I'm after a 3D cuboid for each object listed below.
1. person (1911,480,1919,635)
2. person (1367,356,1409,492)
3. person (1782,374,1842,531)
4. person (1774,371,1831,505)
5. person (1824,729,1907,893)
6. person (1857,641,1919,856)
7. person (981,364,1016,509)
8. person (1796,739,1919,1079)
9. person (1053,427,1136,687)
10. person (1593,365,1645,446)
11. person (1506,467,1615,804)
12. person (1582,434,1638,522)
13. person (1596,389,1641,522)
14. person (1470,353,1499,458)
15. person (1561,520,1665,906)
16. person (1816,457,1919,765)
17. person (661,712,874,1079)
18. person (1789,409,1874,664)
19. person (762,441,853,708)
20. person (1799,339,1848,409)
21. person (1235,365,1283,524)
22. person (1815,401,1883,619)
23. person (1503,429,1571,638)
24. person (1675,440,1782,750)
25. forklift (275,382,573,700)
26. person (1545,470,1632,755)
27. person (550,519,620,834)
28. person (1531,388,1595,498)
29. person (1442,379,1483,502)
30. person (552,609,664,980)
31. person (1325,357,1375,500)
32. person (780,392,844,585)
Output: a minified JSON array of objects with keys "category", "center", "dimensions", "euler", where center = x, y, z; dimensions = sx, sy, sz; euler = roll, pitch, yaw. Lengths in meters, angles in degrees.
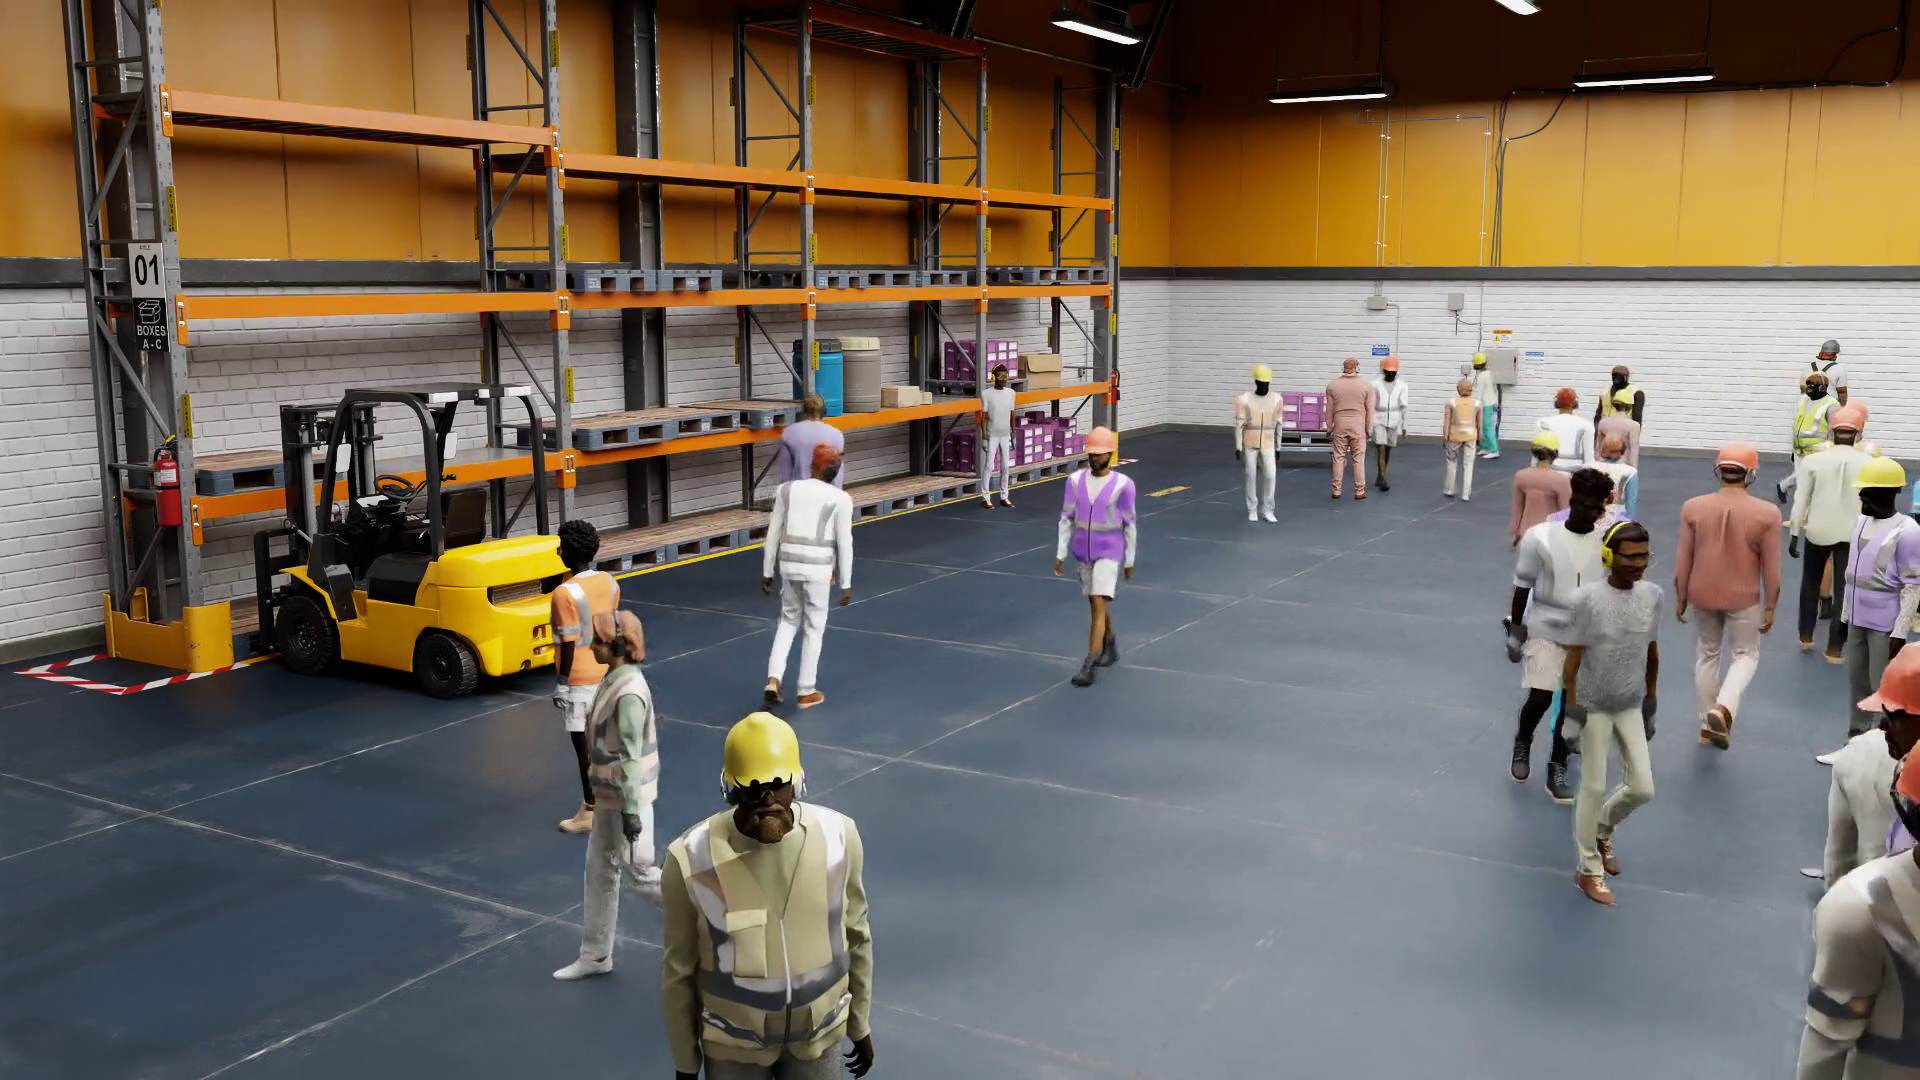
[{"category":"person","center":[8.014,0.023,13.533],"dimensions":[0.535,1.639,0.857],"euler":[2,9,14]},{"category":"person","center":[5.958,-1.636,23.234],"dimensions":[0.553,1.880,1.022],"euler":[0,9,3]},{"category":"person","center":[9.982,-1.025,19.492],"dimensions":[0.429,1.842,0.633],"euler":[-2,9,-14]},{"category":"person","center":[10.736,-1.251,21.064],"dimensions":[0.638,1.800,0.596],"euler":[-5,11,-30]},{"category":"person","center":[2.867,1.256,4.959],"dimensions":[0.352,1.936,0.635],"euler":[-3,10,-20]},{"category":"person","center":[2.793,1.277,4.609],"dimensions":[0.949,2.006,0.600],"euler":[4,10,21]},{"category":"person","center":[0.493,-1.320,21.311],"dimensions":[0.512,1.856,0.318],"euler":[-5,10,-27]},{"category":"person","center":[2.298,1.377,4.062],"dimensions":[0.604,1.996,1.025],"euler":[-4,10,-22]},{"category":"person","center":[1.032,0.091,12.419],"dimensions":[0.549,1.891,1.010],"euler":[5,11,30]},{"category":"person","center":[8.552,-1.364,21.655],"dimensions":[0.432,1.830,0.660],"euler":[-5,11,-30]},{"category":"person","center":[3.449,0.535,9.452],"dimensions":[0.625,1.938,0.520],"euler":[1,9,5]},{"category":"person","center":[5.722,-0.145,14.779],"dimensions":[0.527,1.596,0.857],"euler":[6,11,31]},{"category":"person","center":[7.373,-0.824,18.599],"dimensions":[0.895,1.711,0.543],"euler":[-7,12,-39]},{"category":"person","center":[8.552,-2.181,27.051],"dimensions":[0.560,1.725,0.540],"euler":[4,10,25]},{"category":"person","center":[3.114,0.813,8.003],"dimensions":[0.532,1.856,0.441],"euler":[-1,9,-9]},{"category":"person","center":[5.443,0.466,9.919],"dimensions":[0.369,1.925,0.594],"euler":[-1,9,-4]},{"category":"person","center":[-0.528,1.363,4.656],"dimensions":[0.596,1.826,0.403],"euler":[-3,10,-19]},{"category":"person","center":[6.869,-0.048,13.072],"dimensions":[0.637,1.947,0.889],"euler":[4,10,23]},{"category":"person","center":[-1.055,0.254,11.496],"dimensions":[0.622,1.854,0.590],"euler":[3,10,21]},{"category":"person","center":[12.889,-1.966,24.745],"dimensions":[0.537,2.000,0.689],"euler":[-6,11,-31]},{"category":"person","center":[3.609,-1.144,20.023],"dimensions":[0.613,1.899,0.715],"euler":[0,9,-2]},{"category":"person","center":[7.814,-0.278,14.690],"dimensions":[0.565,1.882,0.975],"euler":[7,11,36]},{"category":"person","center":[4.725,-0.040,13.631],"dimensions":[0.801,1.737,0.528],"euler":[-6,11,-33]},{"category":"person","center":[4.795,0.362,10.436],"dimensions":[0.623,1.977,0.676],"euler":[7,11,37]},{"category":"forklift","center":[-3.974,-0.067,12.417],"dimensions":[2.313,2.155,1.214],"euler":[5,11,30]},{"category":"person","center":[3.927,0.453,10.443],"dimensions":[0.580,1.779,0.990],"euler":[3,10,18]},{"category":"person","center":[-2.018,0.733,8.971],"dimensions":[0.319,1.695,0.538],"euler":[3,10,19]},{"category":"person","center":[6.175,-0.635,17.034],"dimensions":[0.609,1.843,0.895],"euler":[4,10,23]},{"category":"person","center":[6.683,-1.339,22.176],"dimensions":[0.540,1.607,0.775],"euler":[1,9,6]},{"category":"person","center":[-1.358,1.081,7.056],"dimensions":[0.709,1.618,0.521],"euler":[-3,10,-19]},{"category":"person","center":[5.200,-1.486,22.188],"dimensions":[0.638,1.903,0.409],"euler":[3,10,21]},{"category":"person","center":[-1.401,-0.439,15.646],"dimensions":[0.637,1.907,0.931],"euler":[2,9,12]}]
